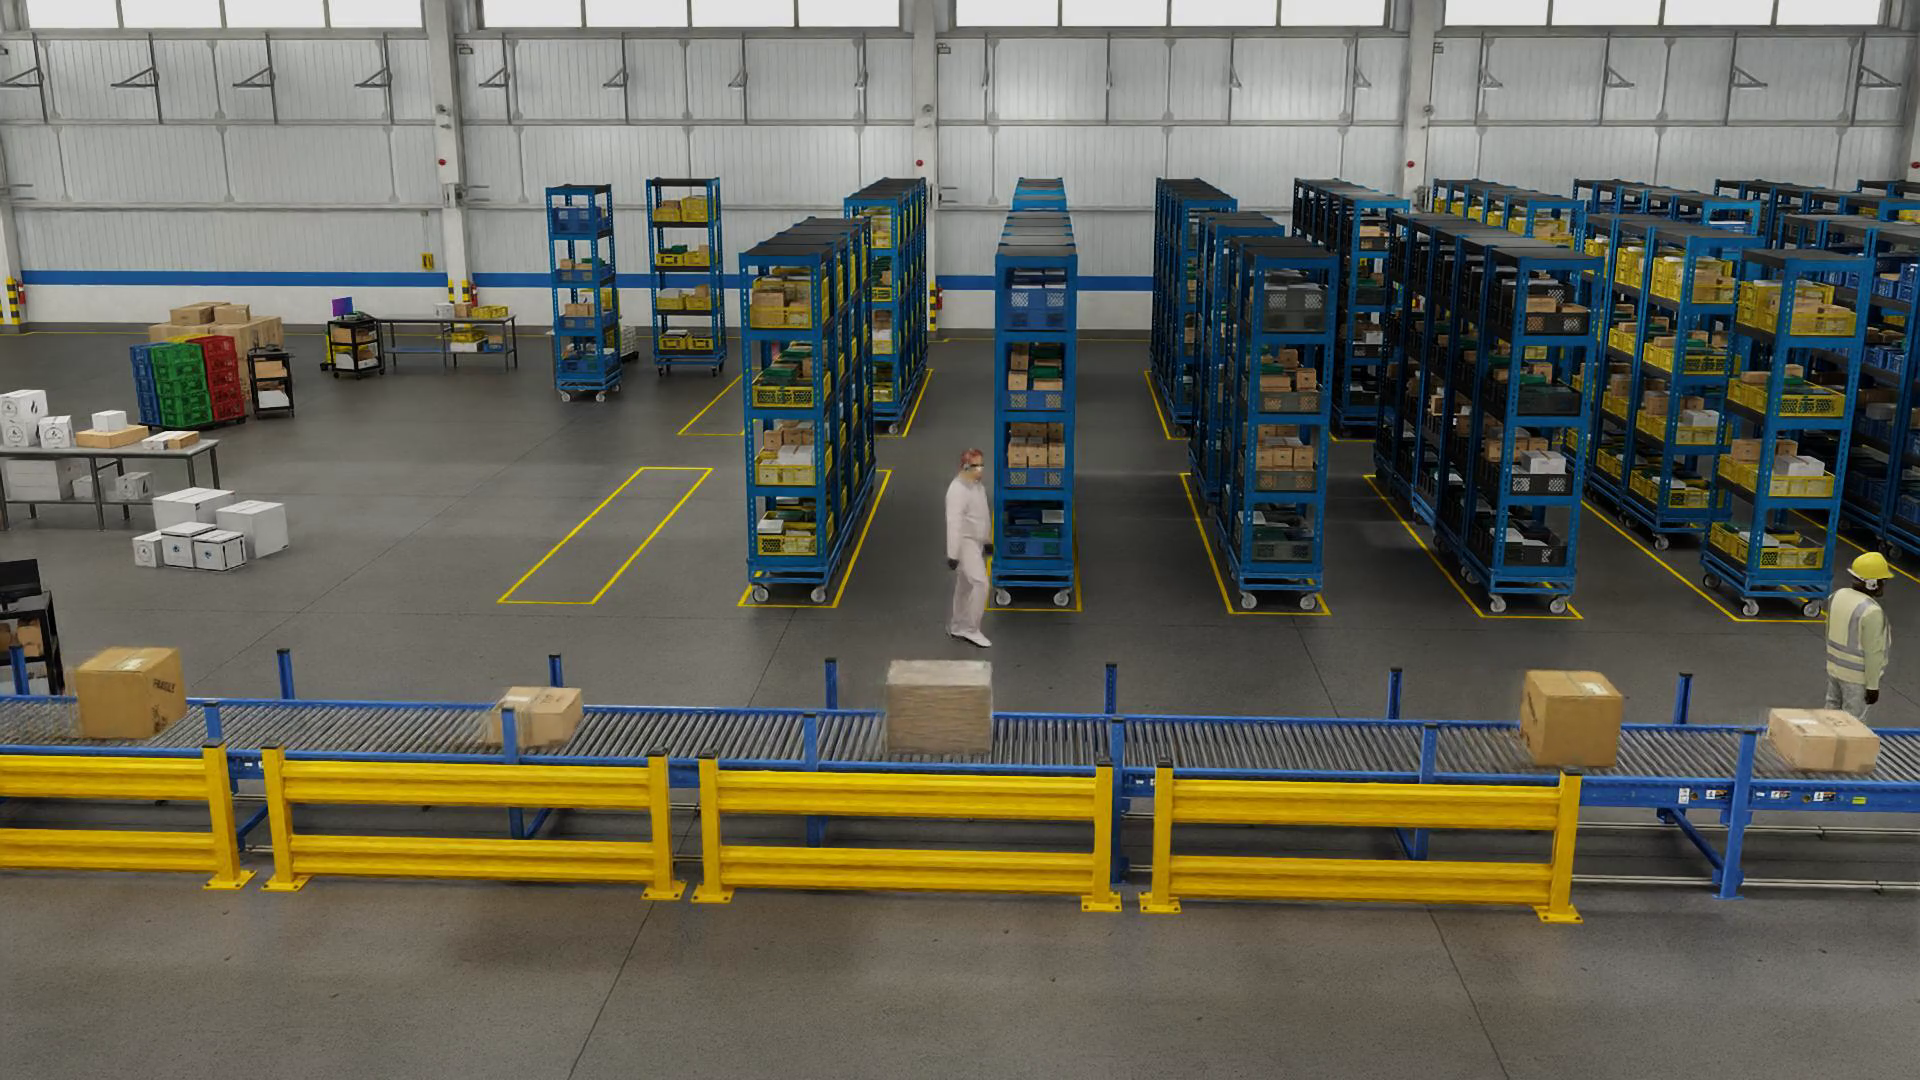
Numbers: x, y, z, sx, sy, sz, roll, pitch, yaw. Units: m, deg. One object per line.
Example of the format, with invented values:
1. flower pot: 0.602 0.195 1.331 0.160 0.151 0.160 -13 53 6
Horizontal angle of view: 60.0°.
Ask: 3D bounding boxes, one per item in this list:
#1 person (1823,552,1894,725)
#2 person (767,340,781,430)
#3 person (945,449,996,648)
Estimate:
1. person: 6.692 0.980 12.427 0.404 1.833 0.590 -1 15 -3
2. person: -2.537 -2.109 23.634 0.594 1.970 0.614 -5 16 -17
3. person: 0.168 0.063 15.731 0.634 1.889 0.657 4 16 14
